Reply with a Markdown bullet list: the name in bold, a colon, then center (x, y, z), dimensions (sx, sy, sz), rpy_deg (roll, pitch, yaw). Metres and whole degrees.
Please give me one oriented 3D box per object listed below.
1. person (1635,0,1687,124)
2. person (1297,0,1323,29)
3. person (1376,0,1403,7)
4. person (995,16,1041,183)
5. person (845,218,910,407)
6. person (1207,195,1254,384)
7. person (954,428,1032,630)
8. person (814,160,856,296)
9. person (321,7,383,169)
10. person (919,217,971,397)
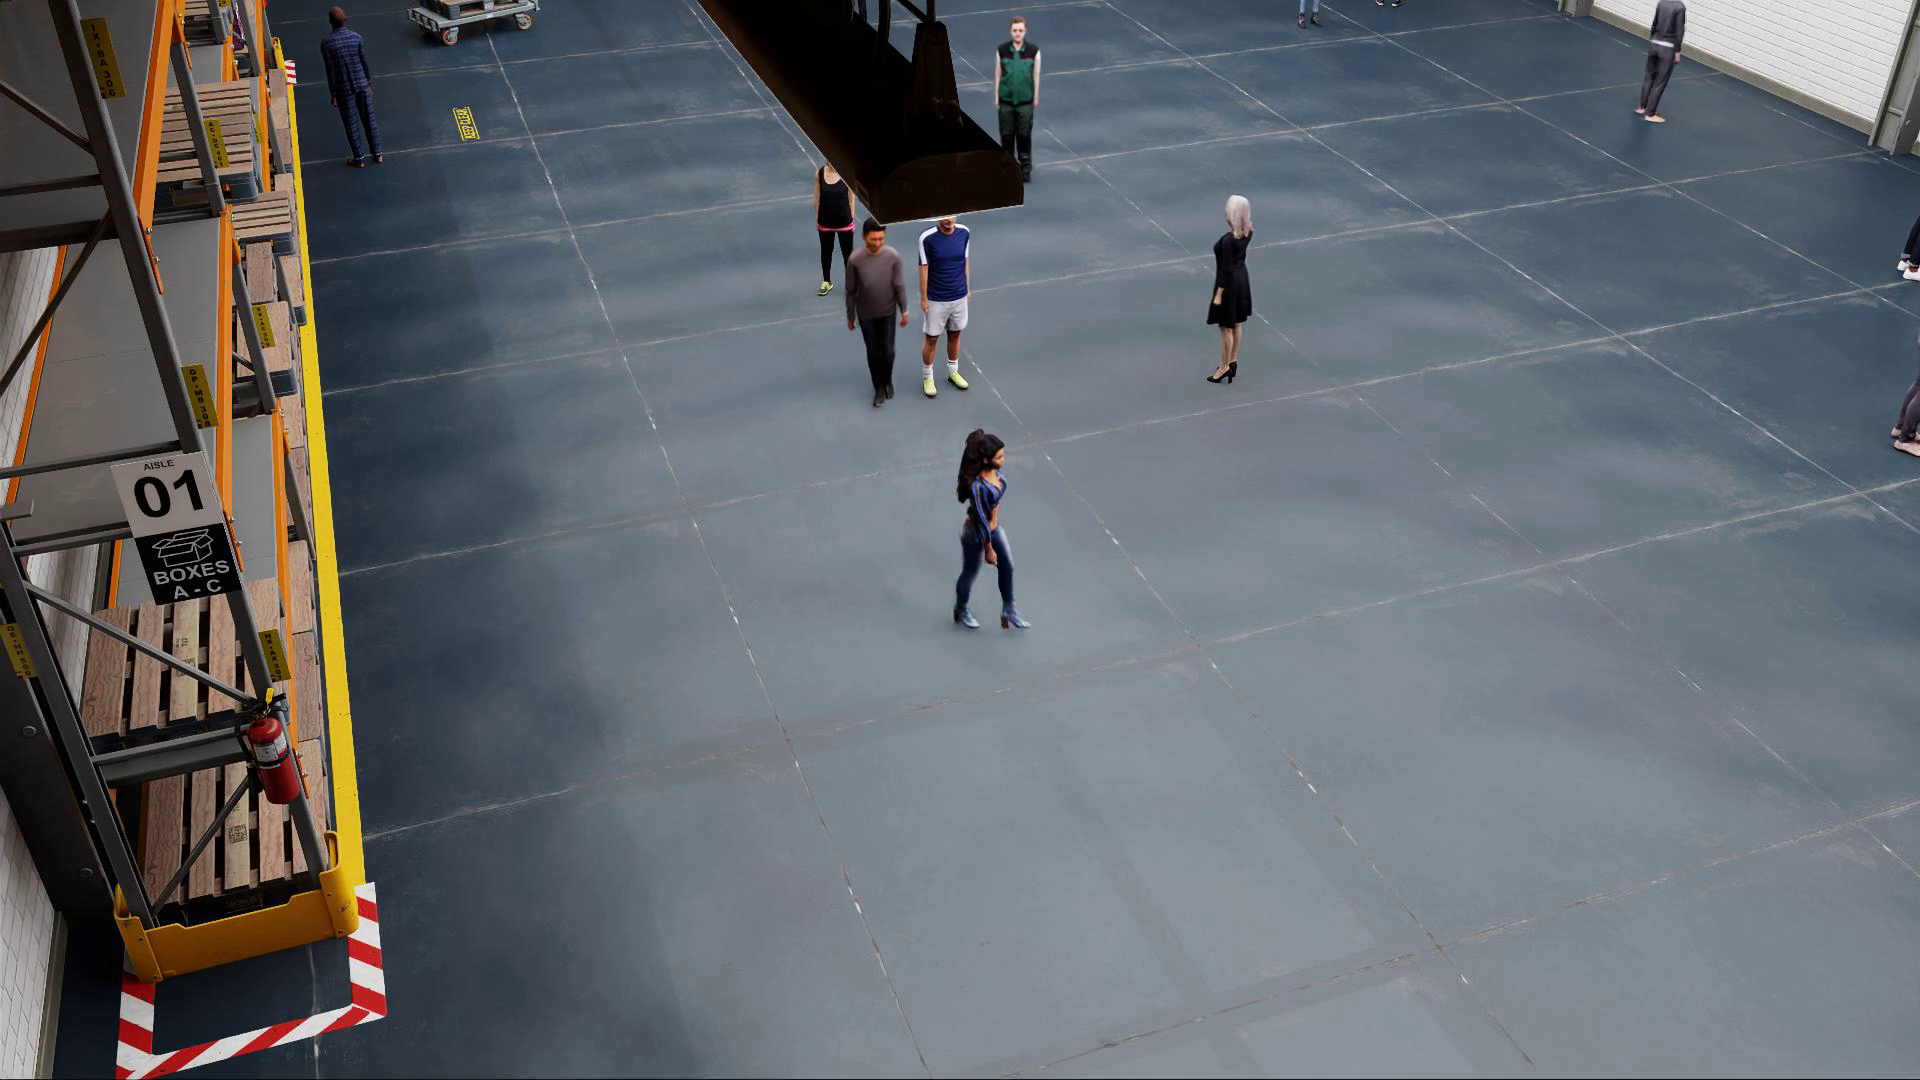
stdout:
- **person**: center (8.619, -6.028, 20.401), dimensions (0.766, 1.704, 0.509), rpy_deg (-7, 34, -10)
- **person**: center (5.070, -8.188, 23.637), dimensions (0.585, 1.719, 0.528), rpy_deg (-10, 35, -14)
- **person**: center (6.417, -8.790, 24.490), dimensions (0.695, 1.777, 0.724), rpy_deg (10, 35, 15)
- **person**: center (0.625, -4.958, 18.665), dimensions (0.753, 1.843, 0.771), rpy_deg (4, 34, 6)
- **person**: center (-0.704, -1.988, 14.279), dimensions (0.756, 1.753, 0.779), rpy_deg (-10, 35, -15)
- **person**: center (2.371, -2.200, 14.603), dimensions (0.738, 1.747, 0.701), rpy_deg (21, 39, 28)
- **person**: center (0.080, -0.045, 11.492), dimensions (0.934, 1.601, 0.874), rpy_deg (15, 37, 22)
- **person**: center (-1.209, -3.137, 16.188), dimensions (0.619, 1.553, 0.632), rpy_deg (4, 34, 6)
- **person**: center (-6.967, -5.193, 19.040), dimensions (0.744, 1.819, 0.727), rpy_deg (-26, 41, -33)
- **person**: center (-0.128, -2.144, 14.438), dimensions (0.650, 1.837, 0.562), rpy_deg (-16, 37, -22)
